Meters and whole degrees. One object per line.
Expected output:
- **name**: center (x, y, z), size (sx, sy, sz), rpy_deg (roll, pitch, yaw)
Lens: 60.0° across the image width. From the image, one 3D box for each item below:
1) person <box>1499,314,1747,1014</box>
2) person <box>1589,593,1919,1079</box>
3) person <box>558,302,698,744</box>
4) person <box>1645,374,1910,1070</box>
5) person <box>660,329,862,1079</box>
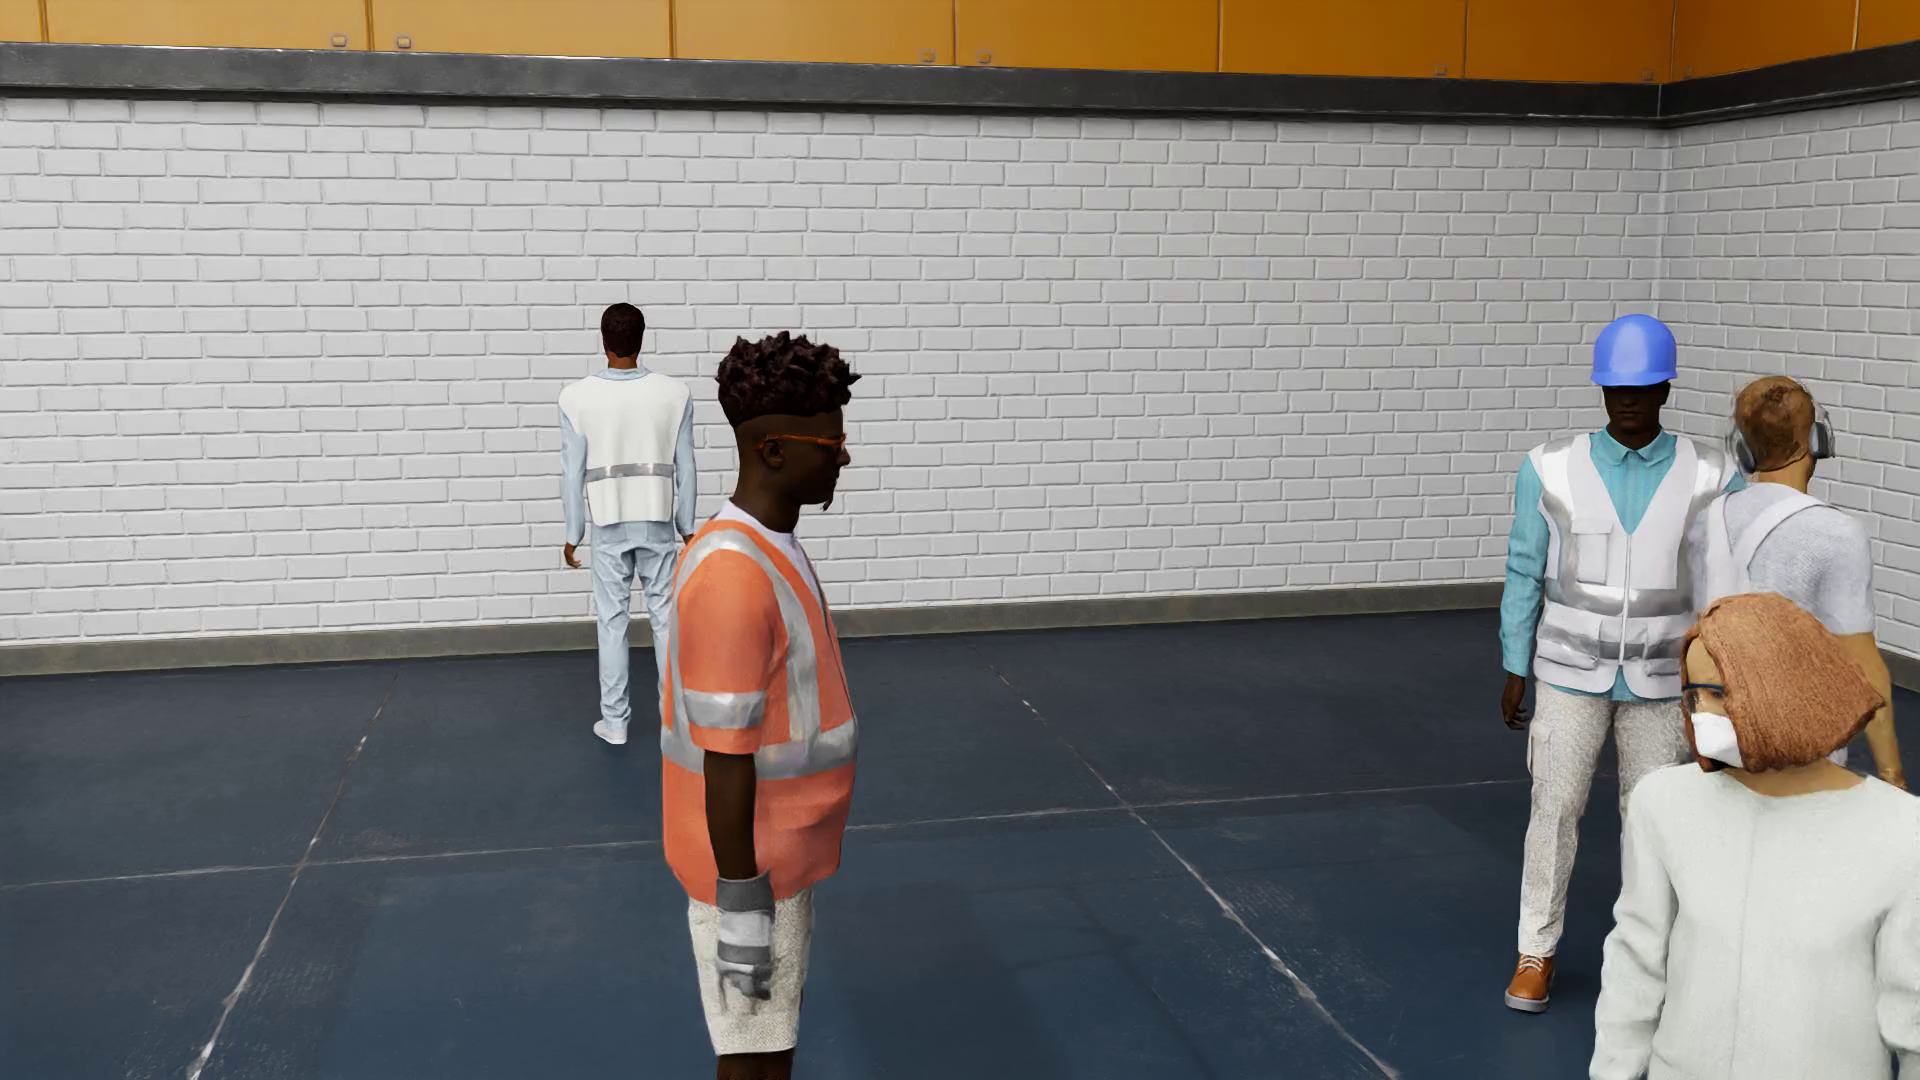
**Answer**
- **person**: center (1.793, 0.362, 4.549), size (0.615, 1.945, 0.400), rpy_deg (3, 10, 19)
- **person**: center (1.166, 0.878, 2.424), size (0.367, 1.607, 0.526), rpy_deg (-8, 12, -41)
- **person**: center (-1.431, -0.064, 7.238), size (0.587, 1.920, 0.393), rpy_deg (-3, 10, -18)
- **person**: center (1.944, 0.524, 3.966), size (0.584, 1.813, 0.598), rpy_deg (-2, 10, -12)
- **person**: center (-0.366, 0.583, 3.179), size (0.375, 1.960, 0.611), rpy_deg (0, 9, 1)
